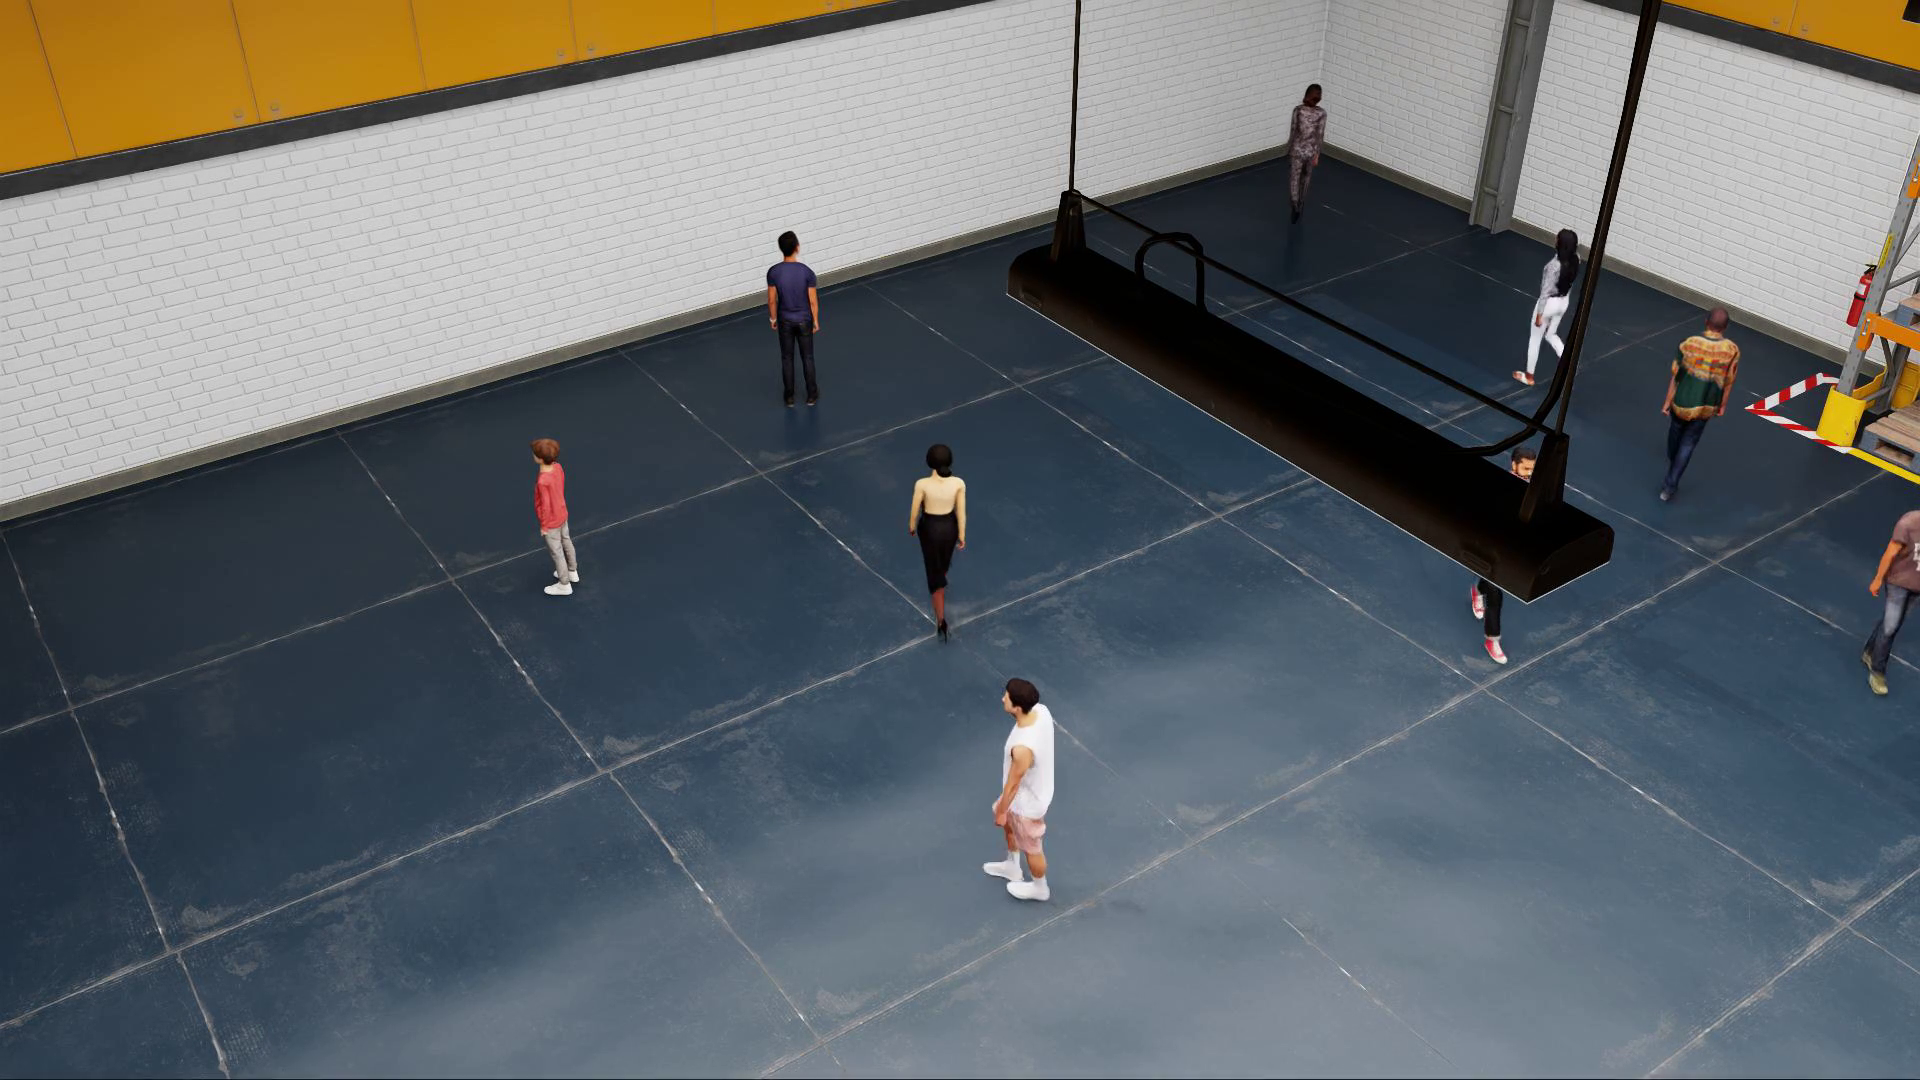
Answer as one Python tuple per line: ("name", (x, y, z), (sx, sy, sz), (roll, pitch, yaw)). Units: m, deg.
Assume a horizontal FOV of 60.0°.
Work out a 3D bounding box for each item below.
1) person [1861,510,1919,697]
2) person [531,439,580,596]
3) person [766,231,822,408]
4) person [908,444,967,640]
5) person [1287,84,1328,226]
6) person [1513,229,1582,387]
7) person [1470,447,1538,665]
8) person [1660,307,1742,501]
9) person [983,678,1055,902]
("person", (7.148, 0.257, 12.610), (0.889, 1.767, 0.971), (0, 34, 0))
("person", (-3.319, -0.203, 13.618), (0.654, 1.416, 0.596), (6, 34, 9))
("person", (-1.614, -2.143, 16.199), (0.712, 1.790, 0.724), (0, 34, -1))
("person", (-0.165, 0.032, 13.092), (0.854, 1.608, 1.093), (-6, 34, -8))
("person", (4.131, -4.618, 20.018), (1.021, 1.685, 1.098), (6, 34, 8))
("person", (5.912, -2.249, 16.430), (0.623, 1.712, 0.900), (-19, 38, -26))
("person", (4.238, 0.003, 13.008), (1.051, 1.748, 1.249), (-4, 34, -5))
("person", (6.508, -1.171, 14.764), (1.204, 1.762, 1.094), (16, 37, 23))
("person", (0.509, 1.626, 10.546), (0.904, 1.772, 0.848), (9, 35, 14))
